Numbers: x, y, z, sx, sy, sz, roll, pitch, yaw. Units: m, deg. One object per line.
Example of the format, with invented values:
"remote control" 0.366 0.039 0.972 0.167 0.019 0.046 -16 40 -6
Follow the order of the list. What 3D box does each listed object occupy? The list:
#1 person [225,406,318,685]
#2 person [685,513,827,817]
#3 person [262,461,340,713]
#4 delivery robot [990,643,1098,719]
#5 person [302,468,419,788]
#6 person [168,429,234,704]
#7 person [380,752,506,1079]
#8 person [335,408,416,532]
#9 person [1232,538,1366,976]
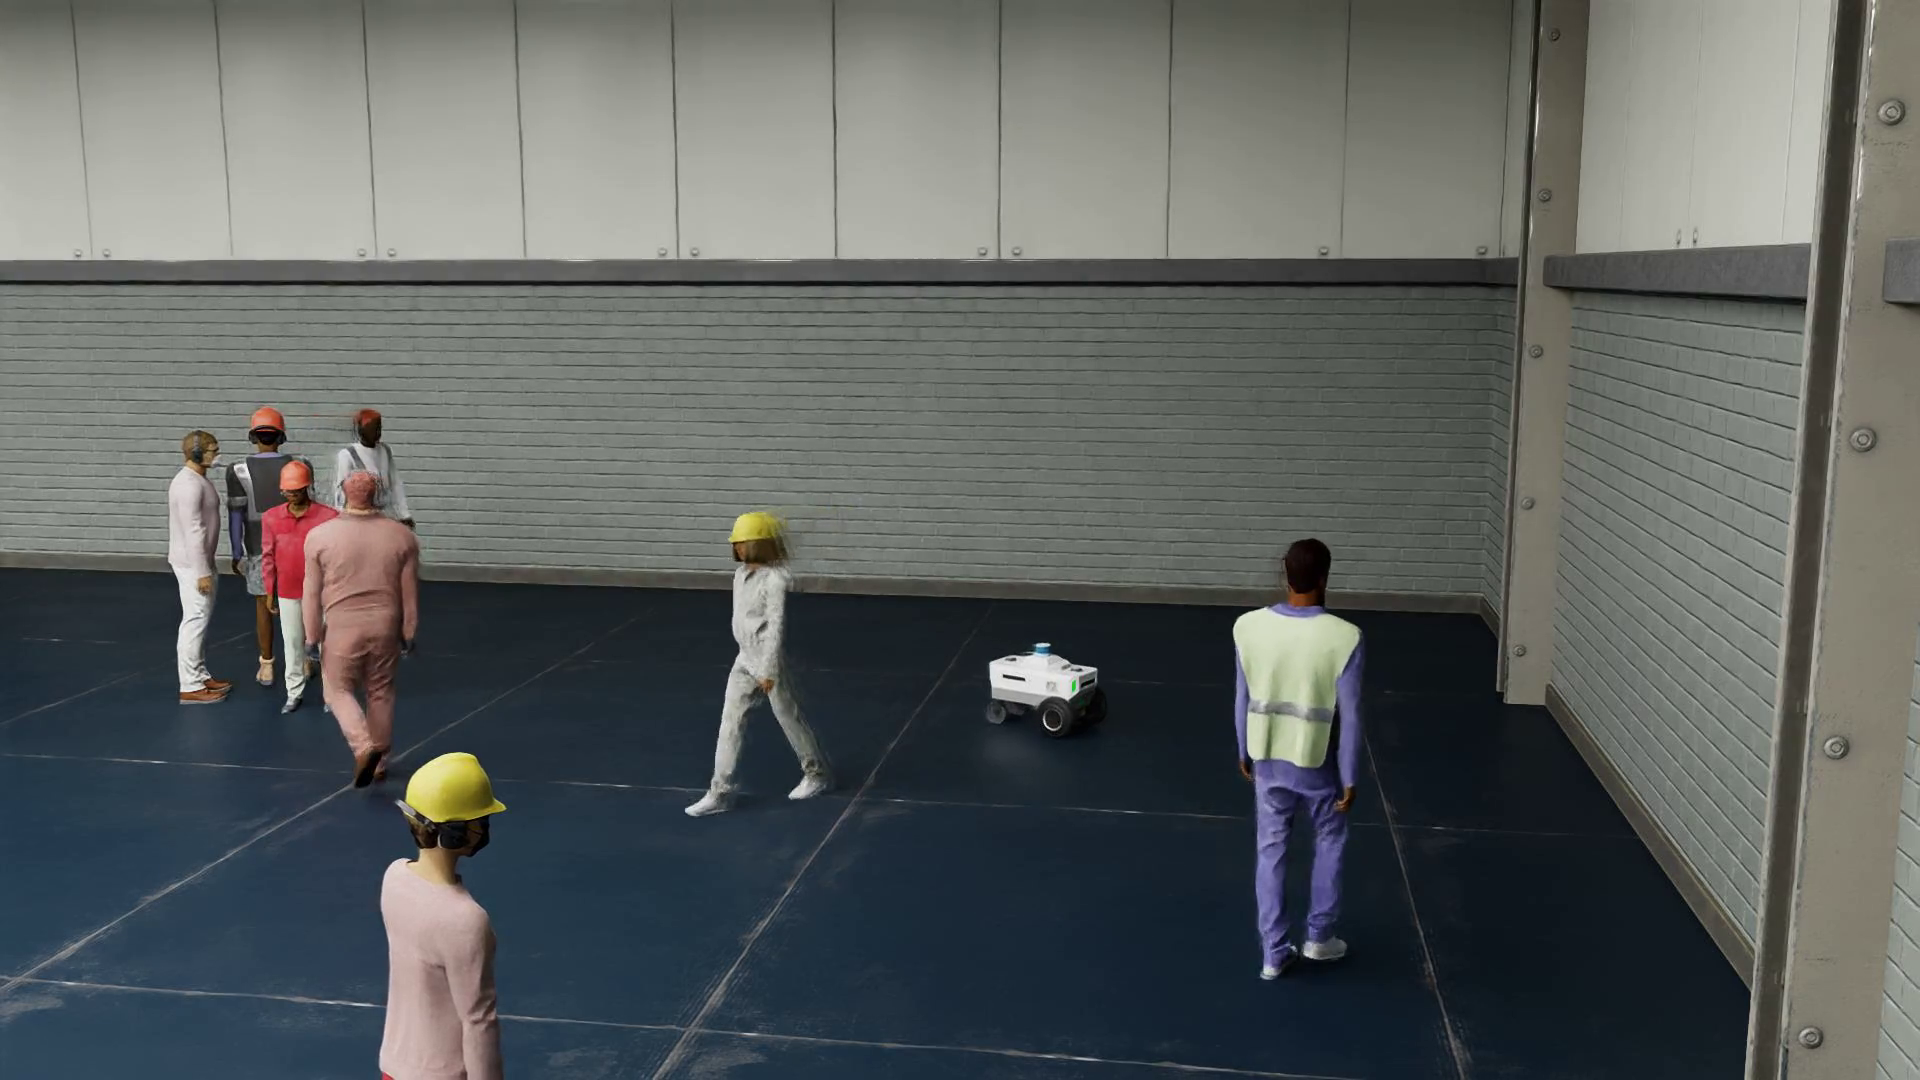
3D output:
"person" -5.045 0.040 12.240 0.613 2.041 0.393 -5 10 -26
"person" -1.115 0.681 9.349 0.895 1.695 0.502 -8 12 -40
"person" -4.498 0.323 11.403 0.563 1.746 0.348 -1 9 -3
"delivery robot" 0.550 0.929 11.048 0.707 0.478 0.477 6 11 35
"person" -3.474 0.529 9.709 0.657 1.886 0.598 -6 11 -34
"person" -5.363 0.184 11.723 0.381 1.930 0.628 -3 10 -17
"person" -1.381 1.438 4.519 0.353 1.760 0.518 -9 13 -44
"person" -4.986 -0.185 14.175 0.575 1.861 0.593 3 10 21
"person" 1.477 0.929 7.221 0.593 1.901 0.589 5 10 27
